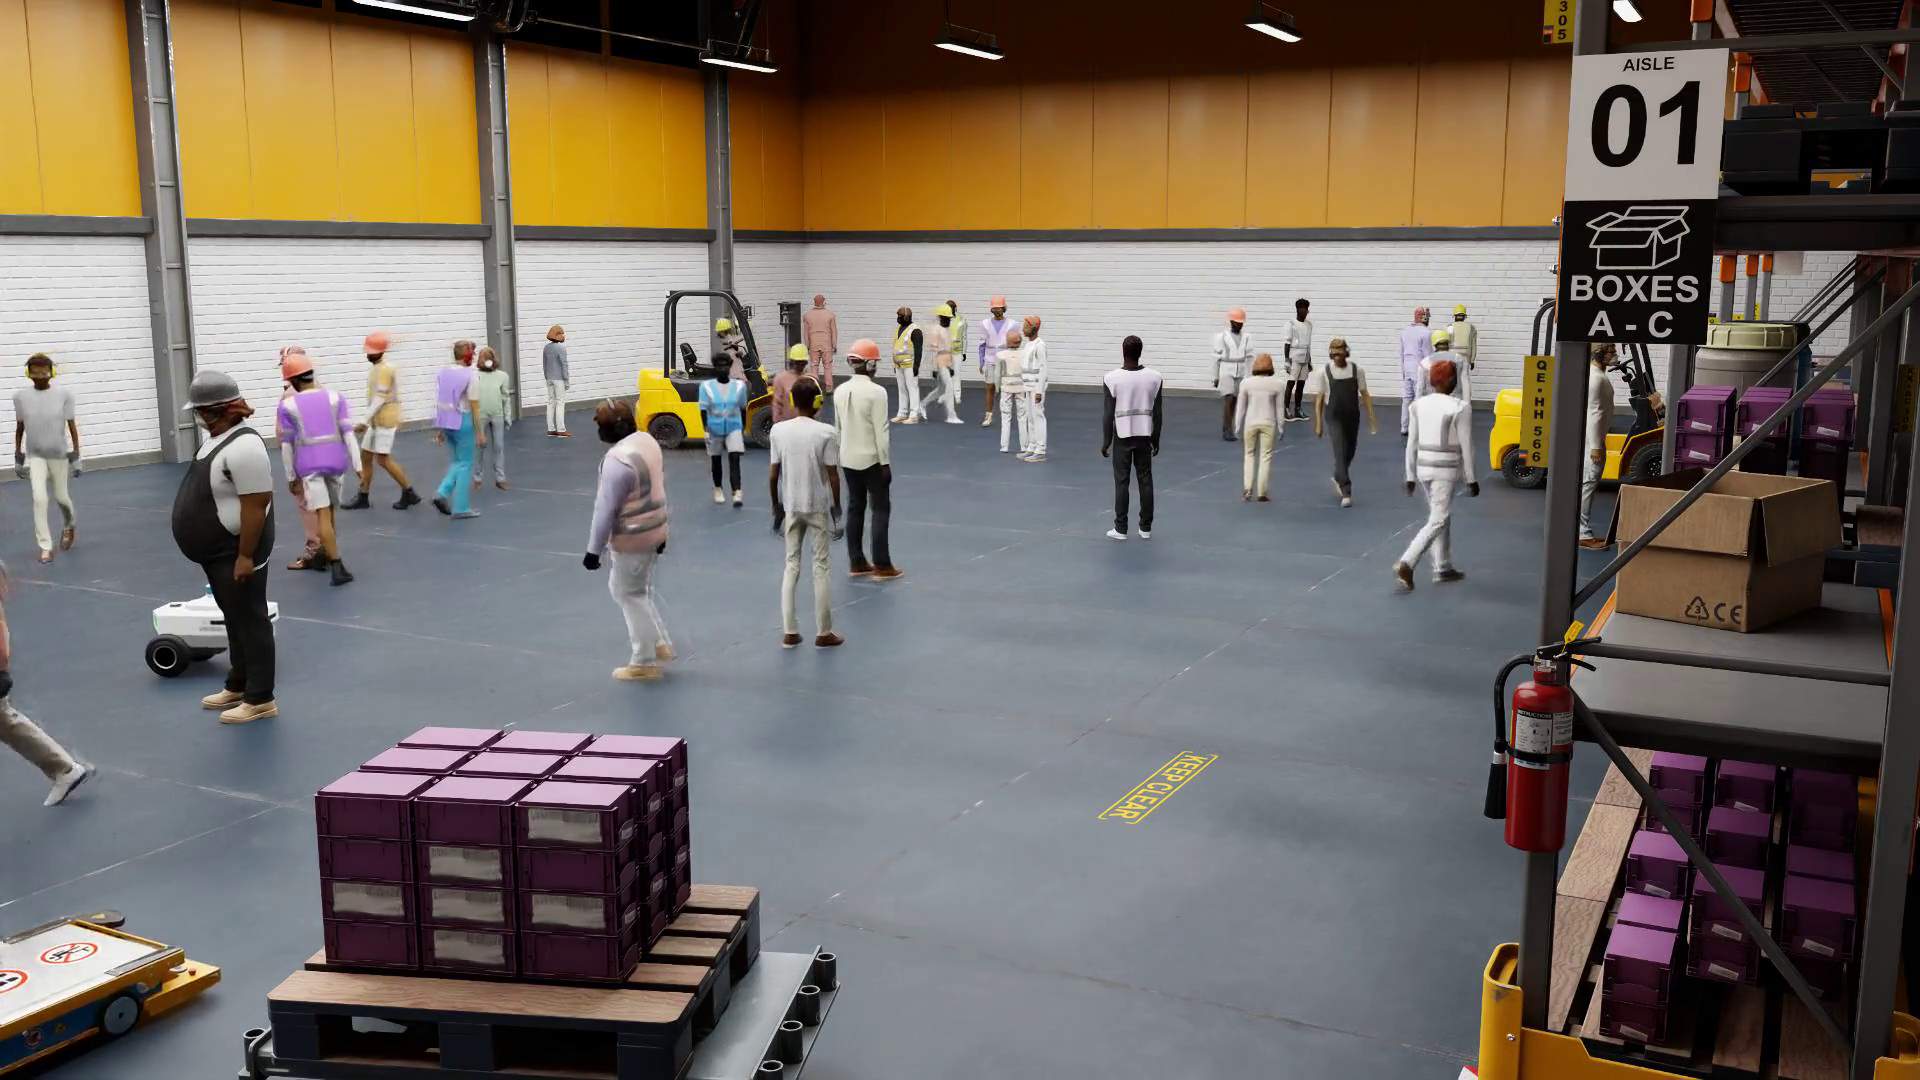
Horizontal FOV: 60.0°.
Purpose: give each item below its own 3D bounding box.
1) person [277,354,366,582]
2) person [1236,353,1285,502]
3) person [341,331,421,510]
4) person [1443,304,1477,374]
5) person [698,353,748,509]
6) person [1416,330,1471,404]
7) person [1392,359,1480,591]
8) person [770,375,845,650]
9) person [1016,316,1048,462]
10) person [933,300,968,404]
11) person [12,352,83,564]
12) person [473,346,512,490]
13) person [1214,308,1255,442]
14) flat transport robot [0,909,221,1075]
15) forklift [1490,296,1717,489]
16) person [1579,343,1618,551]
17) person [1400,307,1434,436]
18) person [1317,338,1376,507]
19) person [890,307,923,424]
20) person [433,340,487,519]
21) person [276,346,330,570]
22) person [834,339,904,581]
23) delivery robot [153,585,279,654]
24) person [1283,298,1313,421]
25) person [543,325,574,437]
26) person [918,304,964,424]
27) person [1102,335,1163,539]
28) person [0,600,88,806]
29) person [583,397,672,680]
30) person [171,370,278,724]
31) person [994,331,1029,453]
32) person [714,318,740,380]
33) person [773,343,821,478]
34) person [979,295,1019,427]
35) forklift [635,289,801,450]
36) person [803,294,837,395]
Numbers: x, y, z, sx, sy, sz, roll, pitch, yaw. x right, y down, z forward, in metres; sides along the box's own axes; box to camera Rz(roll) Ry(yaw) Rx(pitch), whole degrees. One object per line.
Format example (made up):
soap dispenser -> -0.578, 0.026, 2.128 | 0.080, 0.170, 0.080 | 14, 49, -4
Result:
person -> -5.252, -0.594, 13.713 | 0.620, 1.865, 0.960 | -7, 12, -36
person -> 3.247, -1.211, 18.016 | 0.512, 1.604, 0.419 | 3, 10, 17
person -> -6.068, -1.238, 17.357 | 0.725, 1.883, 0.545 | -6, 11, -31
person -> 8.321, -3.021, 27.819 | 0.603, 1.830, 0.404 | 0, 10, -2
person -> -2.491, -1.158, 17.559 | 0.530, 1.635, 0.905 | -2, 10, -14
person -> 5.731, -1.588, 19.731 | 0.617, 1.762, 0.859 | 2, 10, 14
person -> 3.791, -0.522, 13.330 | 0.907, 1.852, 0.578 | -6, 11, -31
person -> -1.038, -0.185, 11.311 | 0.532, 1.865, 0.310 | 3, 10, 17
person -> 0.953, -1.948, 21.465 | 0.358, 1.882, 0.574 | -3, 10, -15
person -> -0.177, -3.355, 29.725 | 0.626, 1.847, 0.429 | 0, 10, 0
person -> -8.054, -0.751, 14.698 | 0.536, 1.839, 0.846 | -4, 10, -21
person -> -5.362, -1.383, 18.915 | 0.507, 1.633, 0.270 | -5, 11, -27
person -> 3.951, -2.354, 23.793 | 0.549, 1.896, 0.842 | -3, 10, -19
flat transport robot -> -3.304, 1.605, 5.558 | 0.652, 0.197, 1.431 | 5, 11, 27
forklift -> 7.296, -1.677, 18.993 | 2.313, 2.155, 1.214 | 5, 11, 27
person -> 5.767, -0.882, 15.132 | 0.372, 1.940, 0.627 | 3, 10, 18
person -> 6.714, -2.451, 24.311 | 0.403, 1.906, 0.652 | -4, 11, -22
person -> 4.122, -1.293, 17.940 | 0.617, 1.794, 0.911 | 0, 10, -2
person -> -0.848, -2.743, 26.201 | 0.430, 1.841, 0.624 | -7, 12, -35
person -> -5.030, -1.102, 16.753 | 0.569, 1.822, 0.430 | 8, 13, 39
person -> -5.612, -0.699, 14.186 | 0.399, 1.902, 0.643 | -1, 10, -5
person -> -0.774, -0.656, 13.696 | 0.426, 1.984, 0.645 | -10, 14, -44
delivery robot -> -4.785, 0.525, 10.717 | 0.707, 0.478, 0.477 | 0, 10, 1
person -> 5.431, -2.887, 26.665 | 0.613, 1.962, 0.364 | -7, 12, -36
person -> -5.901, -2.324, 24.362 | 0.507, 1.632, 0.267 | 8, 13, 39
person -> -0.318, -2.797, 26.367 | 0.915, 1.885, 0.591 | 5, 11, 26
person -> 1.615, -0.959, 15.635 | 0.591, 1.920, 0.393 | -2, 10, -14
person -> -4.574, 0.560, 7.797 | 0.521, 1.600, 0.856 | 9, 13, 41
person -> -2.073, 0.011, 10.354 | 0.490, 1.813, 0.666 | 1, 10, 4
person -> -4.233, 0.027, 9.575 | 0.536, 2.000, 0.672 | -7, 12, -35
person -> 0.724, -1.984, 22.404 | 0.534, 1.629, 0.336 | 1, 10, 5
person -> -3.318, -2.389, 24.446 | 0.566, 1.743, 0.538 | 0, 10, 1
person -> -1.800, -1.295, 18.124 | 0.544, 1.725, 0.739 | -3, 10, -17
person -> 0.594, -2.752, 25.655 | 0.611, 2.042, 0.394 | 2, 10, 10
forklift -> -3.358, -2.392, 23.136 | 2.313, 2.155, 1.214 | -1, 10, -5
person -> -2.627, -3.684, 31.441 | 0.643, 1.912, 0.410 | 1, 10, 7
